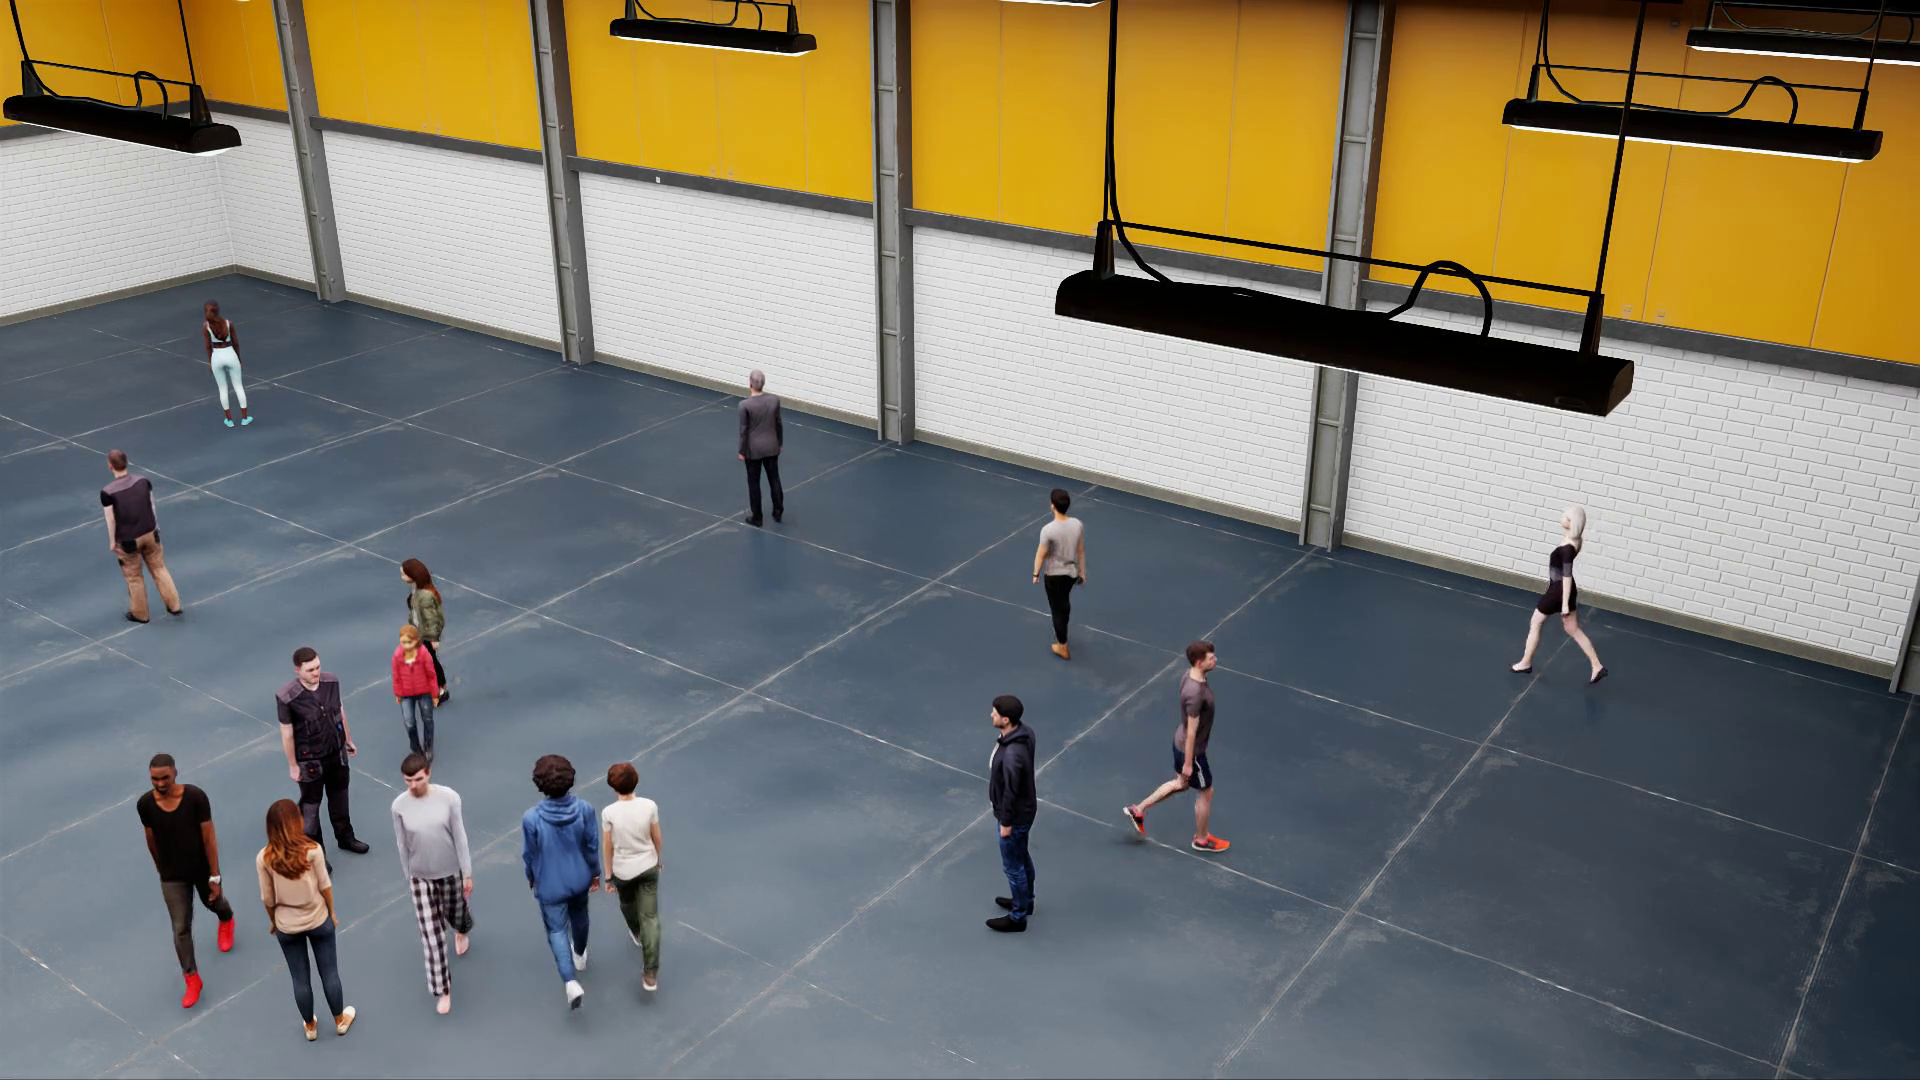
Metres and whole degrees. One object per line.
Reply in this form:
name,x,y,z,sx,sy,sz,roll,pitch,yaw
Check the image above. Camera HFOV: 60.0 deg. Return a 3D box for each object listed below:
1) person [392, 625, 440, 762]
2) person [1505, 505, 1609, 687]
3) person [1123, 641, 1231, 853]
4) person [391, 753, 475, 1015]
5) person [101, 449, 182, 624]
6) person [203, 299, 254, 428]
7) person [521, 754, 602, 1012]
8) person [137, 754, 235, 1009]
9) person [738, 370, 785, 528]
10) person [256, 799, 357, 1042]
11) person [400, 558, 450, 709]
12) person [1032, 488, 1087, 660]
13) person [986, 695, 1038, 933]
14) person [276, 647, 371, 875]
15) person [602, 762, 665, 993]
person,-4.667,1.294,14.313,0.678,1.306,0.738,-4,24,-9
person,5.674,0.549,15.411,1.140,1.792,0.591,15,28,31
person,1.710,1.610,12.935,1.199,1.831,1.014,2,24,5
person,-3.594,2.249,11.496,1.069,1.814,1.198,-7,24,-15
person,-8.267,-0.050,16.715,0.607,1.846,0.673,16,28,32
person,-9.791,-2.364,22.158,0.651,1.726,0.681,-9,25,-20
person,-2.693,2.338,11.329,0.982,1.783,1.183,-11,26,-24
person,-5.325,2.234,11.569,1.105,1.782,1.197,-5,24,-12
person,-2.284,-1.064,19.043,0.803,1.839,0.742,-14,27,-29
person,-4.318,2.508,10.932,0.667,1.790,0.717,-5,24,-12
person,-4.803,0.834,15.172,0.756,1.462,0.616,-11,26,-24
person,1.010,0.348,15.979,0.827,1.705,0.902,-10,26,-22
person,0.409,1.966,12.050,0.721,1.888,0.748,5,24,10
person,-4.942,1.654,12.817,0.563,1.845,0.708,15,28,31
person,-2.221,2.355,11.509,1.022,1.608,1.169,-7,25,-15
